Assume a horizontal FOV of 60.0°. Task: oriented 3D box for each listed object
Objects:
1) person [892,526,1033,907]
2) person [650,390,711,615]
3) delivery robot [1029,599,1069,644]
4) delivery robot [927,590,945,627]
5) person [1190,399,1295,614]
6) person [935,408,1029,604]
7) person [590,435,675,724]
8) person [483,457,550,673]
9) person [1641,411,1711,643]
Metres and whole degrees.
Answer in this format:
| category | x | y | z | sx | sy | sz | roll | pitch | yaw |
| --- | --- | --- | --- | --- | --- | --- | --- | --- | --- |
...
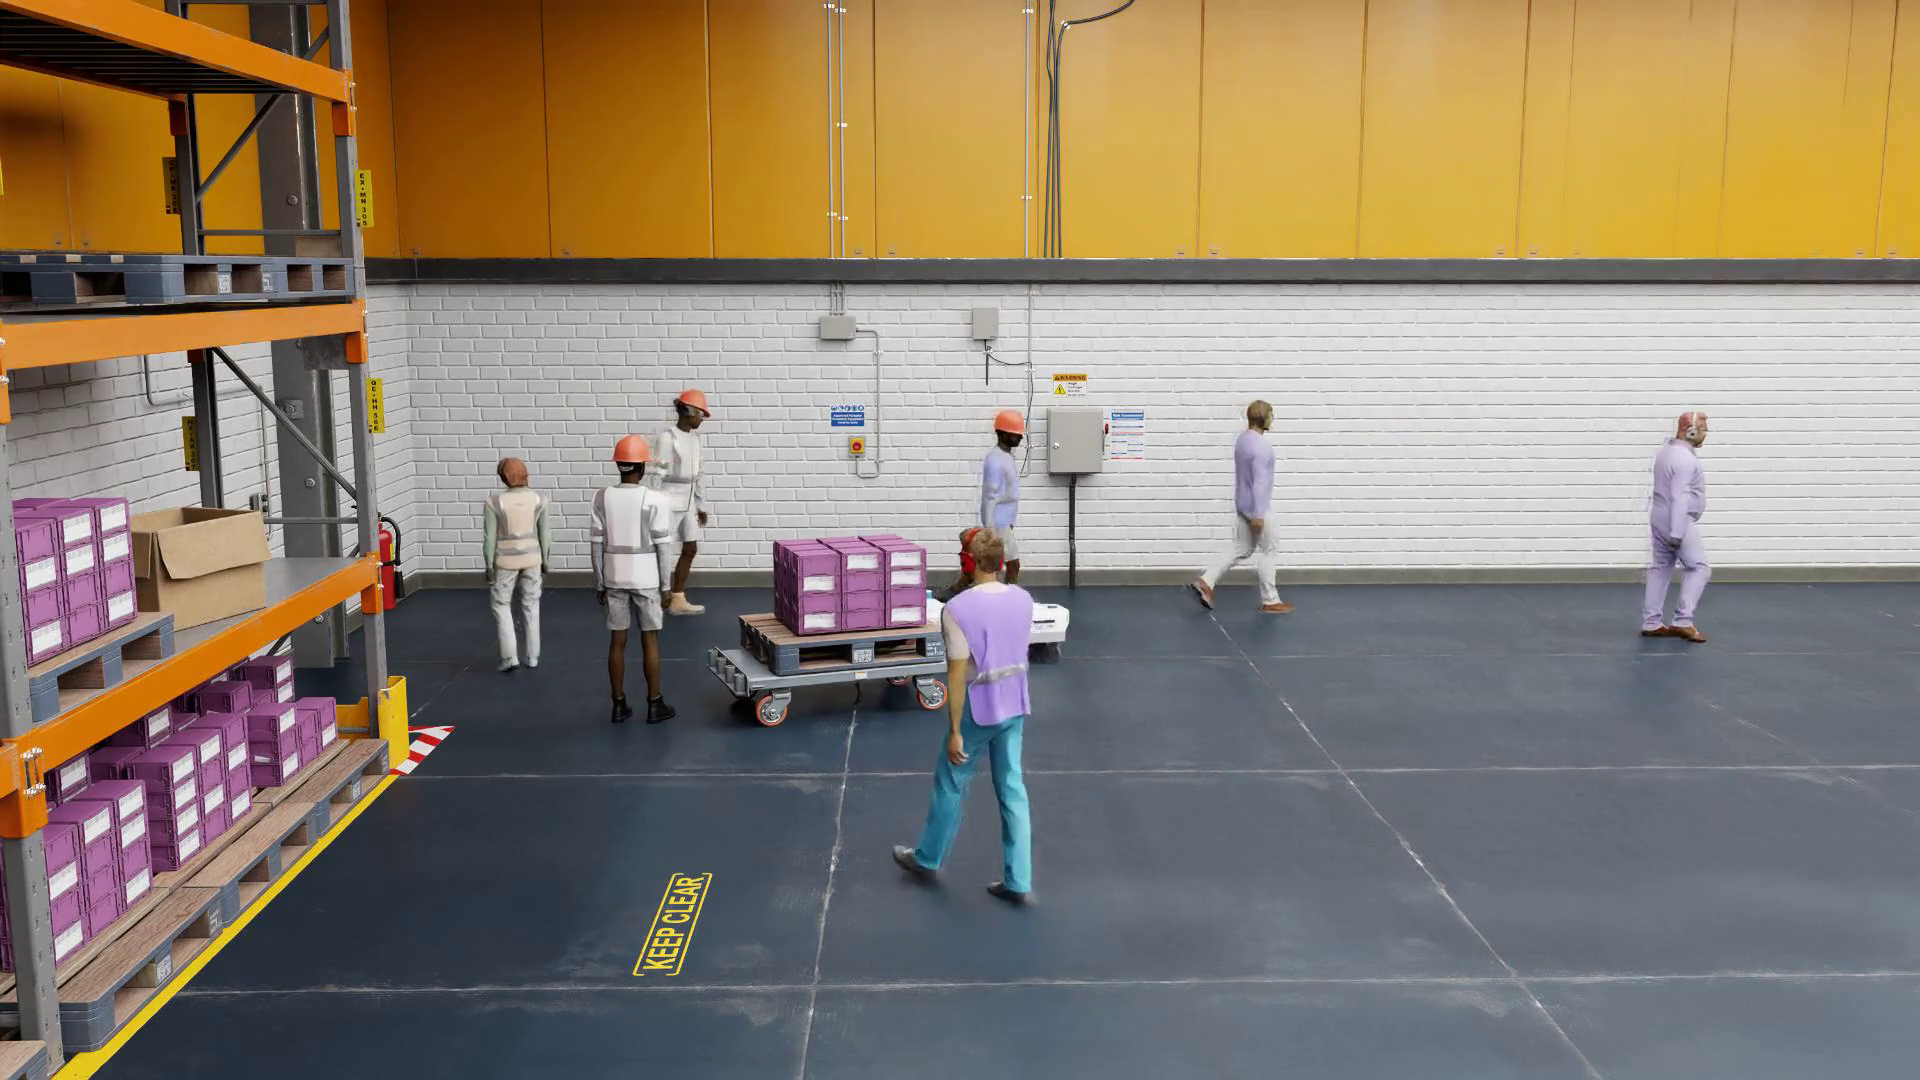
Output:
| category | x | y | z | sx | sy | sz | roll | pitch | yaw |
| --- | --- | --- | --- | --- | --- | --- | --- | --- | --- |
| person | 0.039 | 0.827 | 8.076 | 0.583 | 1.801 | 0.904 | -8 | 12 | -40 |
| person | -2.495 | -0.303 | 14.456 | 0.568 | 1.991 | 0.697 | 5 | 10 | 26 |
| delivery robot | 0.473 | 0.634 | 12.797 | 0.707 | 0.478 | 0.477 | -3 | 10 | -18 |
| delivery robot | -0.270 | 0.629 | 12.827 | 0.707 | 0.478 | 0.477 | 2 | 9 | 10 |
| person | 2.502 | -0.283 | 14.568 | 0.855 | 1.915 | 0.635 | -1 | 9 | -8 |
| person | 0.235 | -0.173 | 13.950 | 0.870 | 1.895 | 0.586 | 2 | 9 | 12 |
| person | -2.180 | 0.265 | 11.118 | 0.548 | 1.937 | 0.379 | 2 | 9 | 10 |
| person | -3.332 | 0.188 | 12.520 | 0.526 | 1.637 | 0.344 | -6 | 11 | -33 |
| person | 5.917 | -0.110 | 13.581 | 0.620 | 1.881 | 0.645 | 0 | 9 | 3 |
